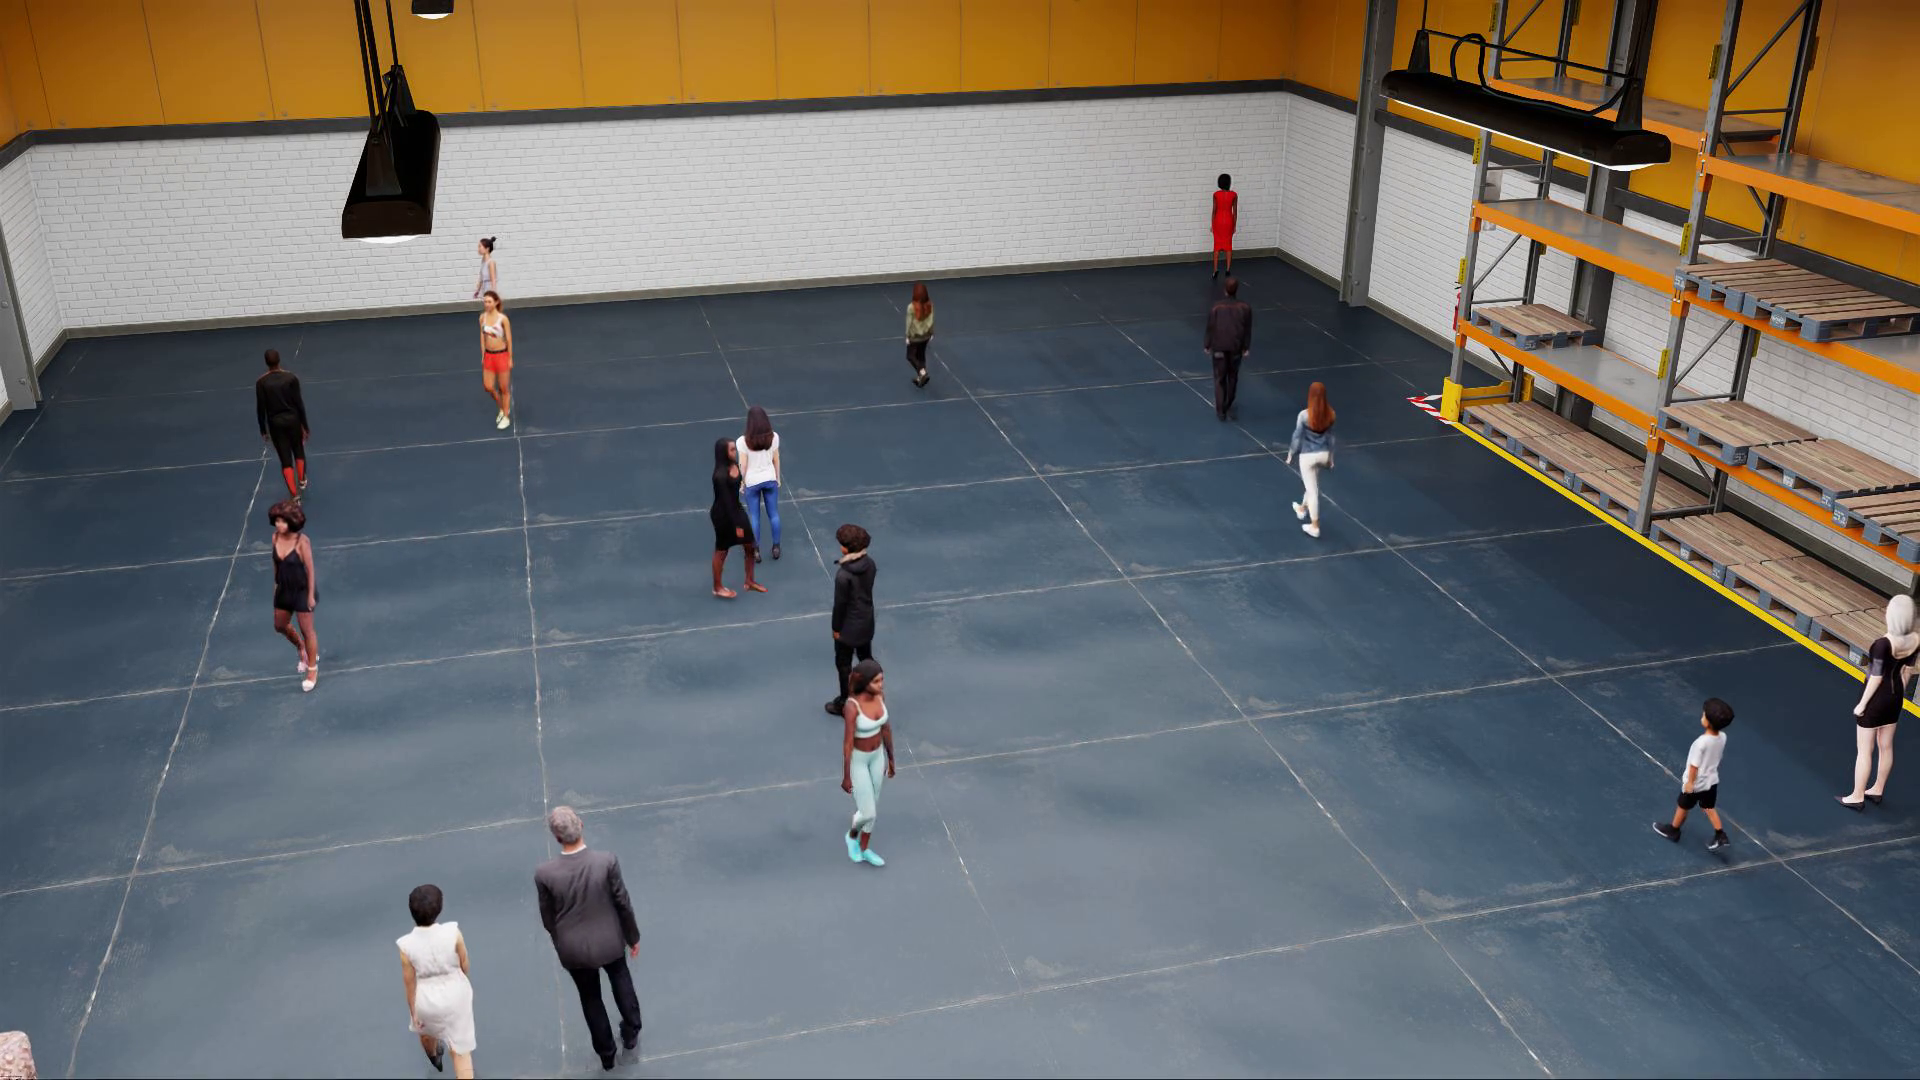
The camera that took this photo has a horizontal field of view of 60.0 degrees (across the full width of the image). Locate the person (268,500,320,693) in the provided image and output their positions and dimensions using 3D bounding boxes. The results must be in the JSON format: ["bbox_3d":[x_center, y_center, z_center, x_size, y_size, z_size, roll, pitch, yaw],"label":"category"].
[{"bbox_3d":[-5.866,0.450,14.783,0.739,1.780,0.786,6,24,14],"label":"person"}]

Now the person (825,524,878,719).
[{"bbox_3d":[-0.874,0.687,14.247,0.814,1.776,0.765,18,29,35],"label":"person"}]

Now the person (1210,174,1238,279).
[{"bbox_3d":[4.419,-5.267,27.909,0.639,1.743,0.614,2,24,4],"label":"person"}]

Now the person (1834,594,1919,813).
[{"bbox_3d":[7.139,1.257,12.876,0.602,1.829,0.520,-8,25,-18],"label":"person"}]

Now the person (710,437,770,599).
[{"bbox_3d":[-2.362,-0.202,16.370,0.880,1.704,0.854,7,25,15],"label":"person"}]

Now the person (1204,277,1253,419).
[{"bbox_3d":[3.434,-2.441,21.351,0.887,1.816,1.079,0,24,0],"label":"person"}]

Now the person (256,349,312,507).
[{"bbox_3d":[-7.551,-1.233,18.633,0.785,1.780,1.078,-11,26,-23],"label":"person"}]

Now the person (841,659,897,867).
[{"bbox_3d":[-0.750,1.623,12.185,0.753,1.713,0.713,21,31,39],"label":"person"}]

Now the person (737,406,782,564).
[{"bbox_3d":[-2.064,-0.570,17.237,0.620,1.683,0.556,-9,25,-20],"label":"person"}]

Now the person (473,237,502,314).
[{"bbox_3d":[-6.819,-3.640,24.352,0.700,1.609,0.619,-13,27,-26],"label":"person"}]

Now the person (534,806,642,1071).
[{"bbox_3d":[-2.248,2.480,10.101,0.737,1.811,0.657,-5,24,-11],"label":"person"}]

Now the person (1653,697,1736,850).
[{"bbox_3d":[5.588,1.774,12.420,0.621,1.246,0.840,-13,27,-28],"label":"person"}]

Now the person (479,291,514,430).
[{"bbox_3d":[-5.828,-2.313,21.097,0.703,1.786,0.737,5,24,11],"label":"person"}]

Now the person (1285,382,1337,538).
[{"bbox_3d":[3.843,-0.832,17.844,0.694,1.677,0.955,-9,25,-19],"label":"person"}]

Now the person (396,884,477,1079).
[{"bbox_3d":[-3.033,2.779,9.806,0.576,1.500,1.011,-9,25,-19],"label":"person"}]

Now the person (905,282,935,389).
[{"bbox_3d":[-0.523,-2.734,22.462,0.719,1.464,0.819,-15,28,-30],"label":"person"}]
